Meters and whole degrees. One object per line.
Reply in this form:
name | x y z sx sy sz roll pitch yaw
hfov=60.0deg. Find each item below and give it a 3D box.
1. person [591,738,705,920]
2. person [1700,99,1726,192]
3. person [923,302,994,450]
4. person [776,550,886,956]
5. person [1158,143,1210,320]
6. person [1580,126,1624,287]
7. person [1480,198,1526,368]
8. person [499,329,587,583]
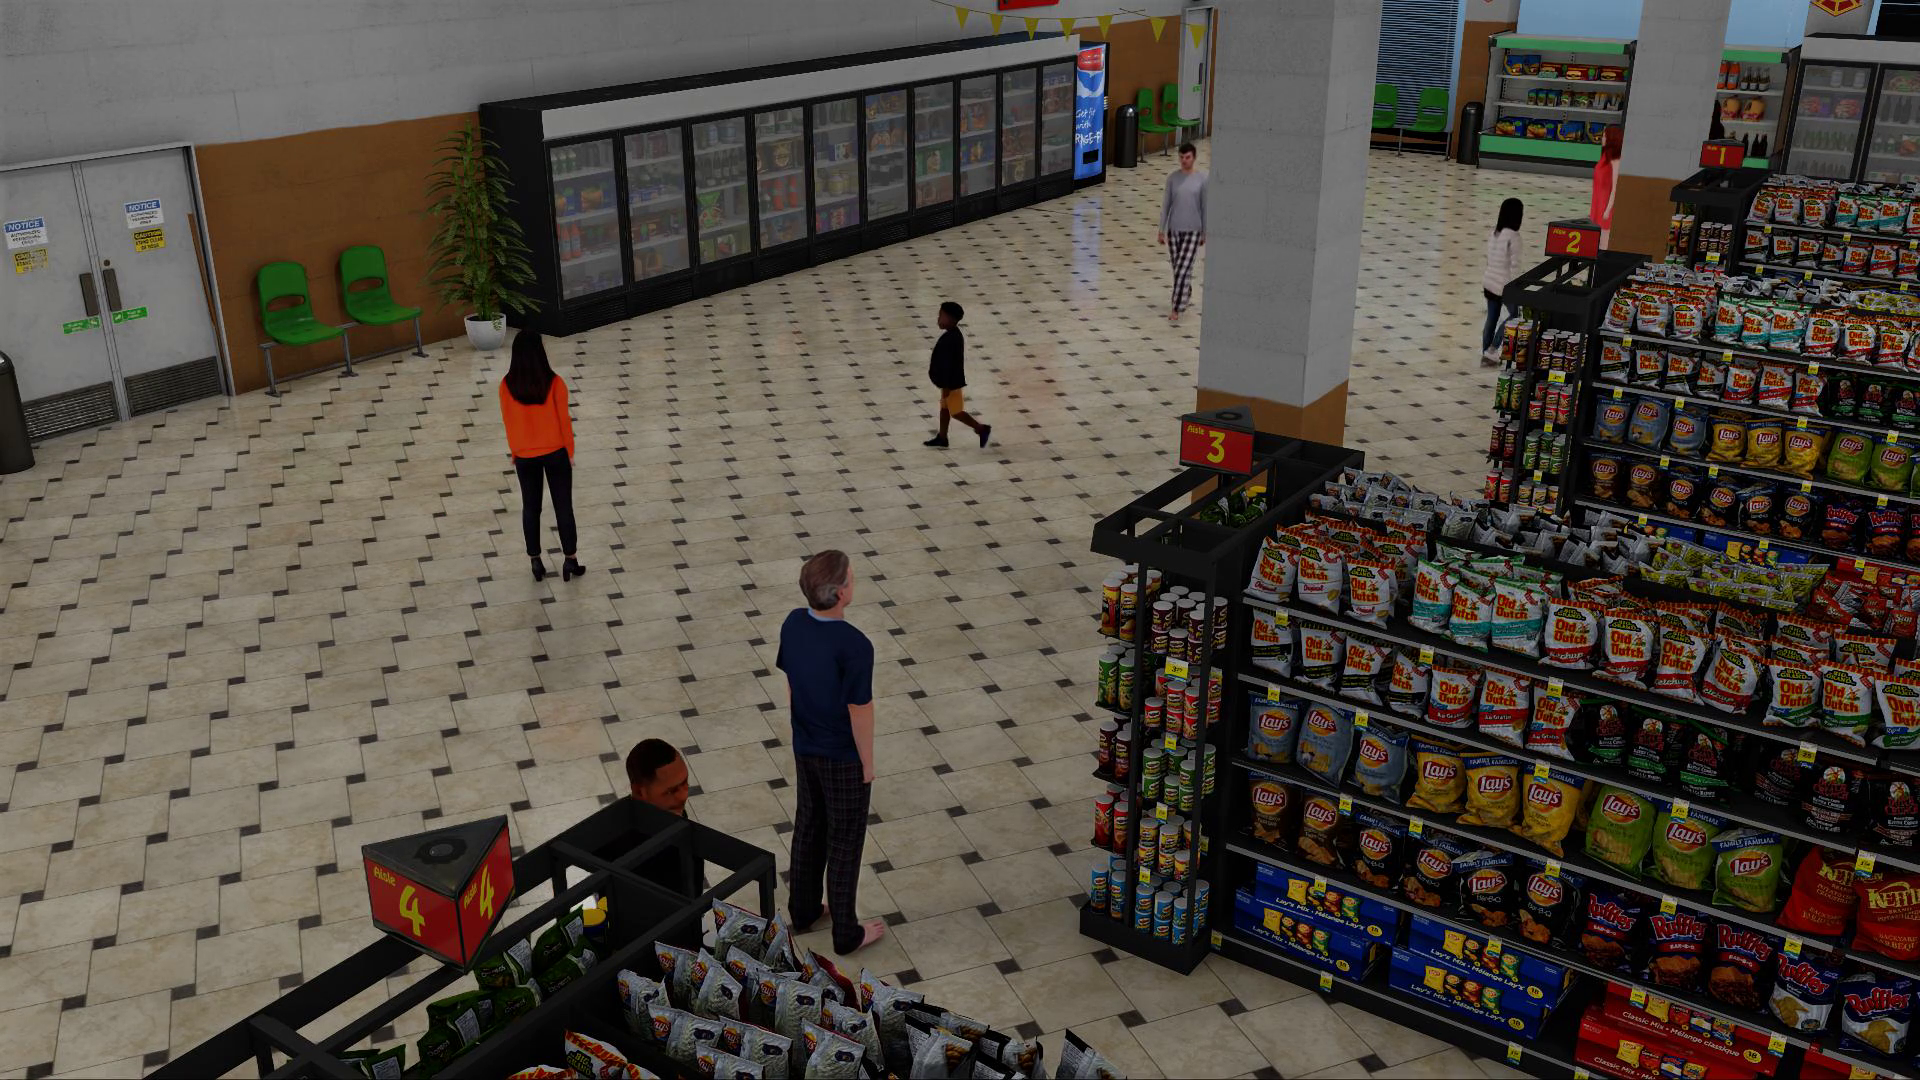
person | -1.093 1.536 5.701 0.917 1.859 0.893 2 22 4
person | 9.880 -4.874 21.866 1.185 1.701 1.116 -3 22 -8
person | -0.008 -1.326 13.637 0.898 1.253 0.734 3 22 8
person | -0.571 0.917 7.229 0.478 1.868 0.717 16 27 35
person | 2.421 -3.312 17.847 1.168 1.798 0.894 8 23 20
person | 7.397 -3.823 19.081 0.688 1.826 0.683 2 22 4
person | 5.114 -2.433 15.887 0.811 1.629 0.708 -9 23 -20
person | -2.781 -0.559 11.063 0.657 1.749 0.766 2 22 5
